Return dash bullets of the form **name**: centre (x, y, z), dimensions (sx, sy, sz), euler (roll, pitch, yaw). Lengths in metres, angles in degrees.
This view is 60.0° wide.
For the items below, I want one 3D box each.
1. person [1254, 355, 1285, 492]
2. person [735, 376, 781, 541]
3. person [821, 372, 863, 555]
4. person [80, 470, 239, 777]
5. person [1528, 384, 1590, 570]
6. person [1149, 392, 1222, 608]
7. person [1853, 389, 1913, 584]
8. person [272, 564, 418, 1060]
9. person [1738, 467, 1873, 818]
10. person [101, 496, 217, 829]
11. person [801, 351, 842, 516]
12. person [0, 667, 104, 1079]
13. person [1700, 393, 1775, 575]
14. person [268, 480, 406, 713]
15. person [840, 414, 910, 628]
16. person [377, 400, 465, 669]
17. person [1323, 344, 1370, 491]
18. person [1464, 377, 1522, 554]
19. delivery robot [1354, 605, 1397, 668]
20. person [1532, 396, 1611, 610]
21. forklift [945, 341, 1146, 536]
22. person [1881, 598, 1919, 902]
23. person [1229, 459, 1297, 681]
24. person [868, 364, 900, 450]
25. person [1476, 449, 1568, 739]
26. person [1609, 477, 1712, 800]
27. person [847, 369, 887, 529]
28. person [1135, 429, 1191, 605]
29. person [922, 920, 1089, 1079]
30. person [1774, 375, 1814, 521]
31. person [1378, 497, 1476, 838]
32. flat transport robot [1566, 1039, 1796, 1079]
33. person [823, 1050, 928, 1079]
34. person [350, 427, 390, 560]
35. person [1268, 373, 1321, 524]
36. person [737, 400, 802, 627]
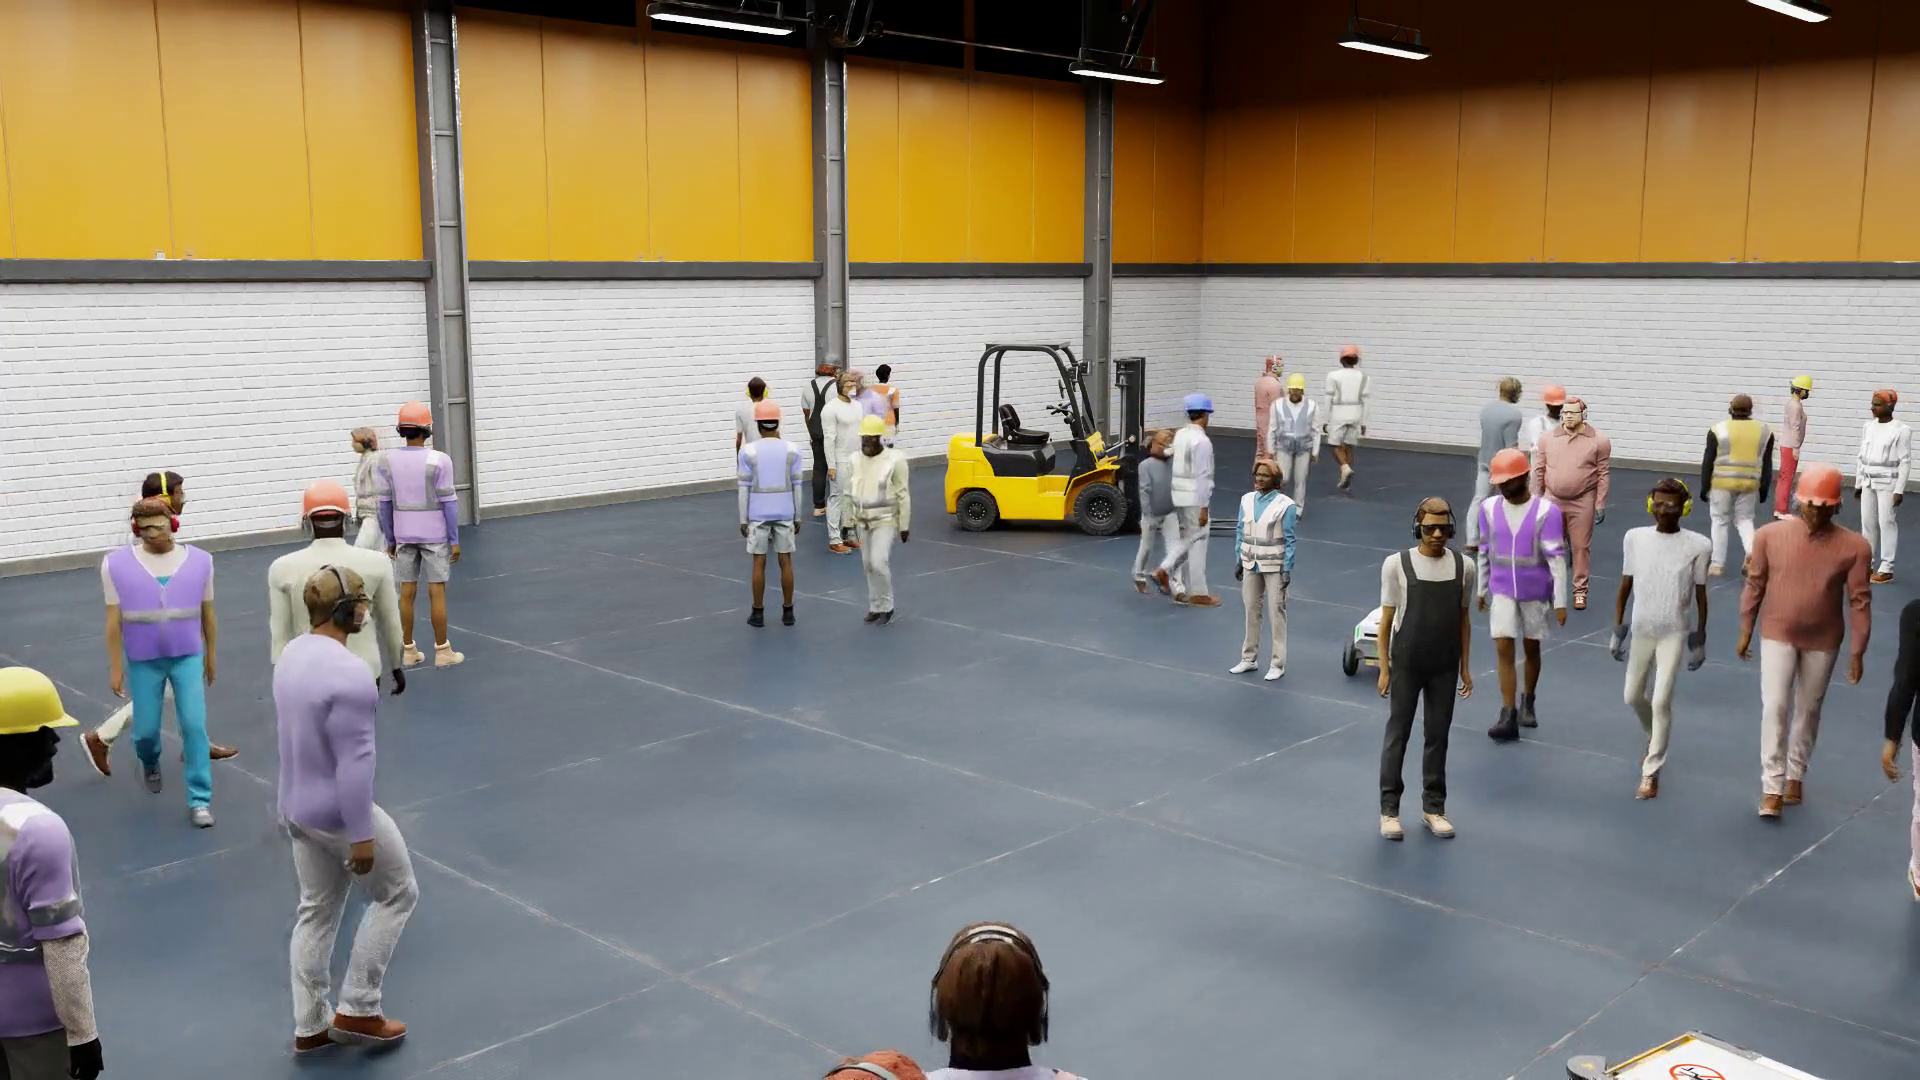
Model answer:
- **person**: centre (4.105, -1.478, 21.900), dimensions (0.399, 1.908, 0.643), euler (-2, 9, -10)
- **person**: centre (-2.201, -0.867, 18.286), dimensions (0.526, 1.854, 0.552), euler (-1, 9, -6)
- **person**: centre (-1.224, -0.824, 17.789), dimensions (0.366, 1.939, 0.635), euler (6, 11, 31)
- **person**: centre (-4.837, 0.503, 9.965), dimensions (0.805, 1.838, 0.506), euler (-6, 11, -33)
- **person**: centre (6.025, -0.669, 17.025), dimensions (0.541, 1.884, 1.015), euler (-3, 10, -20)
- **person**: centre (2.055, -0.355, 14.932), dimensions (0.537, 1.929, 0.660), euler (-3, 10, -16)
- **person**: centre (8.895, -0.519, 16.084), dimensions (0.337, 1.882, 0.585), euler (-2, 10, -13)
- **person**: centre (-2.374, 1.044, 6.398), dimensions (0.652, 1.915, 0.549), euler (9, 13, 43)
- **person**: centre (4.670, 0.568, 9.209), dimensions (0.652, 1.949, 0.854), euler (4, 10, 25)
- **person**: centre (-4.381, 0.647, 9.147), dimensions (0.565, 1.816, 0.729), euler (-6, 11, -35)
- **person**: centre (-1.565, -1.298, 20.385), dimensions (0.682, 2.000, 0.538), euler (5, 11, 29)
- **person**: centre (-2.659, 1.308, 4.756), dimensions (0.595, 1.923, 0.374), euler (5, 11, 29)
- **person**: centre (7.621, -0.521, 16.311), dimensions (0.643, 1.823, 0.579), euler (1, 9, 7)
- **person**: centre (-3.170, 0.669, 8.552), dimensions (0.614, 1.970, 0.684), euler (-1, 9, -9)
- **person**: centre (-0.735, -0.158, 14.068), dimensions (0.595, 1.819, 0.514), euler (7, 11, 35)
- **person**: centre (-4.079, -0.033, 12.607), dimensions (0.607, 2.048, 0.367), euler (1, 9, 7)
- **person**: centre (5.257, -1.642, 22.548), dimensions (0.624, 2.024, 0.630), euler (-1, 9, -7)
- **person**: centre (5.818, -0.786, 17.718), dimensions (1.009, 1.886, 0.653), euler (-4, 10, -25)
- **delivery robot**: centre (3.208, 0.681, 12.505), dimensions (0.477, 0.478, 0.707), euler (4, 10, 26)
- **person**: centre (5.439, -0.332, 14.869), dimensions (0.654, 1.906, 0.408), euler (5, 11, 30)
- **forklift**: centre (0.977, -1.223, 19.452), dimensions (2.313, 2.155, 1.214), euler (2, 9, 11)
- **person**: centre (4.537, 0.869, 7.486), dimensions (0.643, 1.923, 1.142), euler (6, 11, 31)
- **person**: centre (2.260, 0.212, 12.340), dimensions (0.307, 1.645, 0.518), euler (-9, 13, -43)
- **person**: centre (-1.090, -1.638, 23.544), dimensions (0.532, 1.691, 0.318), euler (3, 10, 17)
- **person**: centre (3.630, 0.348, 10.779), dimensions (0.630, 1.870, 0.910), euler (6, 11, 31)
- **person**: centre (4.106, 0.536, 9.734), dimensions (0.528, 1.846, 0.757), euler (7, 12, 38)
- **person**: centre (-1.106, -1.078, 19.528), dimensions (0.677, 1.879, 0.659), euler (5, 11, 30)
- **person**: centre (1.830, -0.232, 15.254), dimensions (0.493, 1.584, 0.891), euler (-3, 10, -19)
- **person**: centre (0.052, 1.610, 3.207), dimensions (0.653, 1.821, 0.564), euler (0, 9, 0)
- **person**: centre (10.064, -1.105, 20.067), dimensions (0.328, 1.760, 0.523), euler (3, 10, 18)
- **person**: centre (2.479, 0.679, 8.860), dimensions (0.508, 1.844, 0.332), euler (-1, 9, -4)
- **flat transport robot**: centre (2.788, 2.009, 5.521), dimensions (0.652, 0.197, 1.431), euler (-6, 11, -35)
- **person**: centre (-0.123, 1.684, 2.583), dimensions (0.575, 1.881, 0.356), euler (4, 10, 24)
- **person**: centre (-5.337, -0.198, 14.909), dimensions (0.541, 1.619, 0.550), euler (-6, 11, -31)
- **person**: centre (3.974, -1.085, 19.774), dimensions (0.613, 1.812, 0.446), euler (1, 9, 8)
- **person**: centre (-1.618, -0.223, 14.137), dimensions (0.546, 1.929, 0.387), euler (-2, 10, -13)
